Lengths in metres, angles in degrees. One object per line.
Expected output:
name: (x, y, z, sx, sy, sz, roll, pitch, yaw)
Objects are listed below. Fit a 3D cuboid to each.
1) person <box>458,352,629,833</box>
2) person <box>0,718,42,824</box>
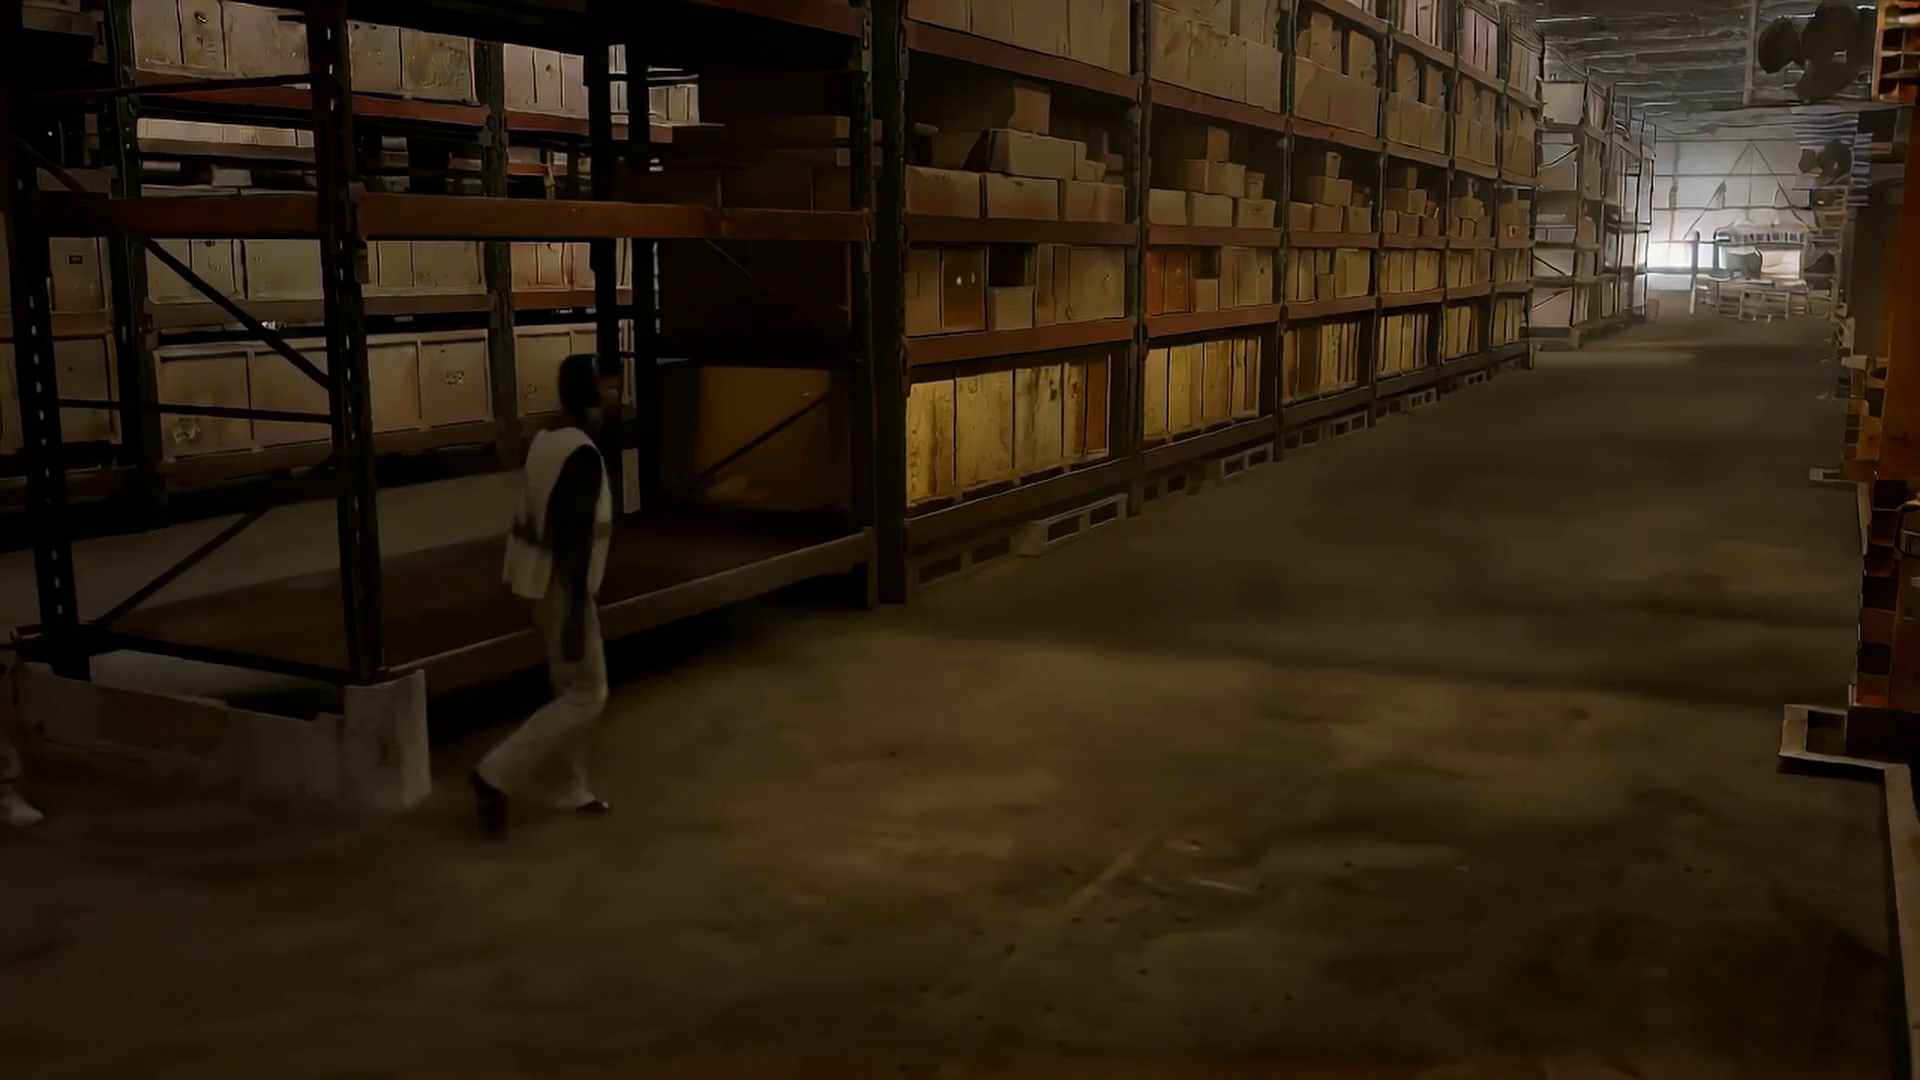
person: (-1.529, 0.216, 6.184, 0.606, 1.823, 0.571, -5, 11, -26)
person: (-3.994, 0.234, 6.387, 0.903, 1.700, 0.491, 5, 11, 25)
